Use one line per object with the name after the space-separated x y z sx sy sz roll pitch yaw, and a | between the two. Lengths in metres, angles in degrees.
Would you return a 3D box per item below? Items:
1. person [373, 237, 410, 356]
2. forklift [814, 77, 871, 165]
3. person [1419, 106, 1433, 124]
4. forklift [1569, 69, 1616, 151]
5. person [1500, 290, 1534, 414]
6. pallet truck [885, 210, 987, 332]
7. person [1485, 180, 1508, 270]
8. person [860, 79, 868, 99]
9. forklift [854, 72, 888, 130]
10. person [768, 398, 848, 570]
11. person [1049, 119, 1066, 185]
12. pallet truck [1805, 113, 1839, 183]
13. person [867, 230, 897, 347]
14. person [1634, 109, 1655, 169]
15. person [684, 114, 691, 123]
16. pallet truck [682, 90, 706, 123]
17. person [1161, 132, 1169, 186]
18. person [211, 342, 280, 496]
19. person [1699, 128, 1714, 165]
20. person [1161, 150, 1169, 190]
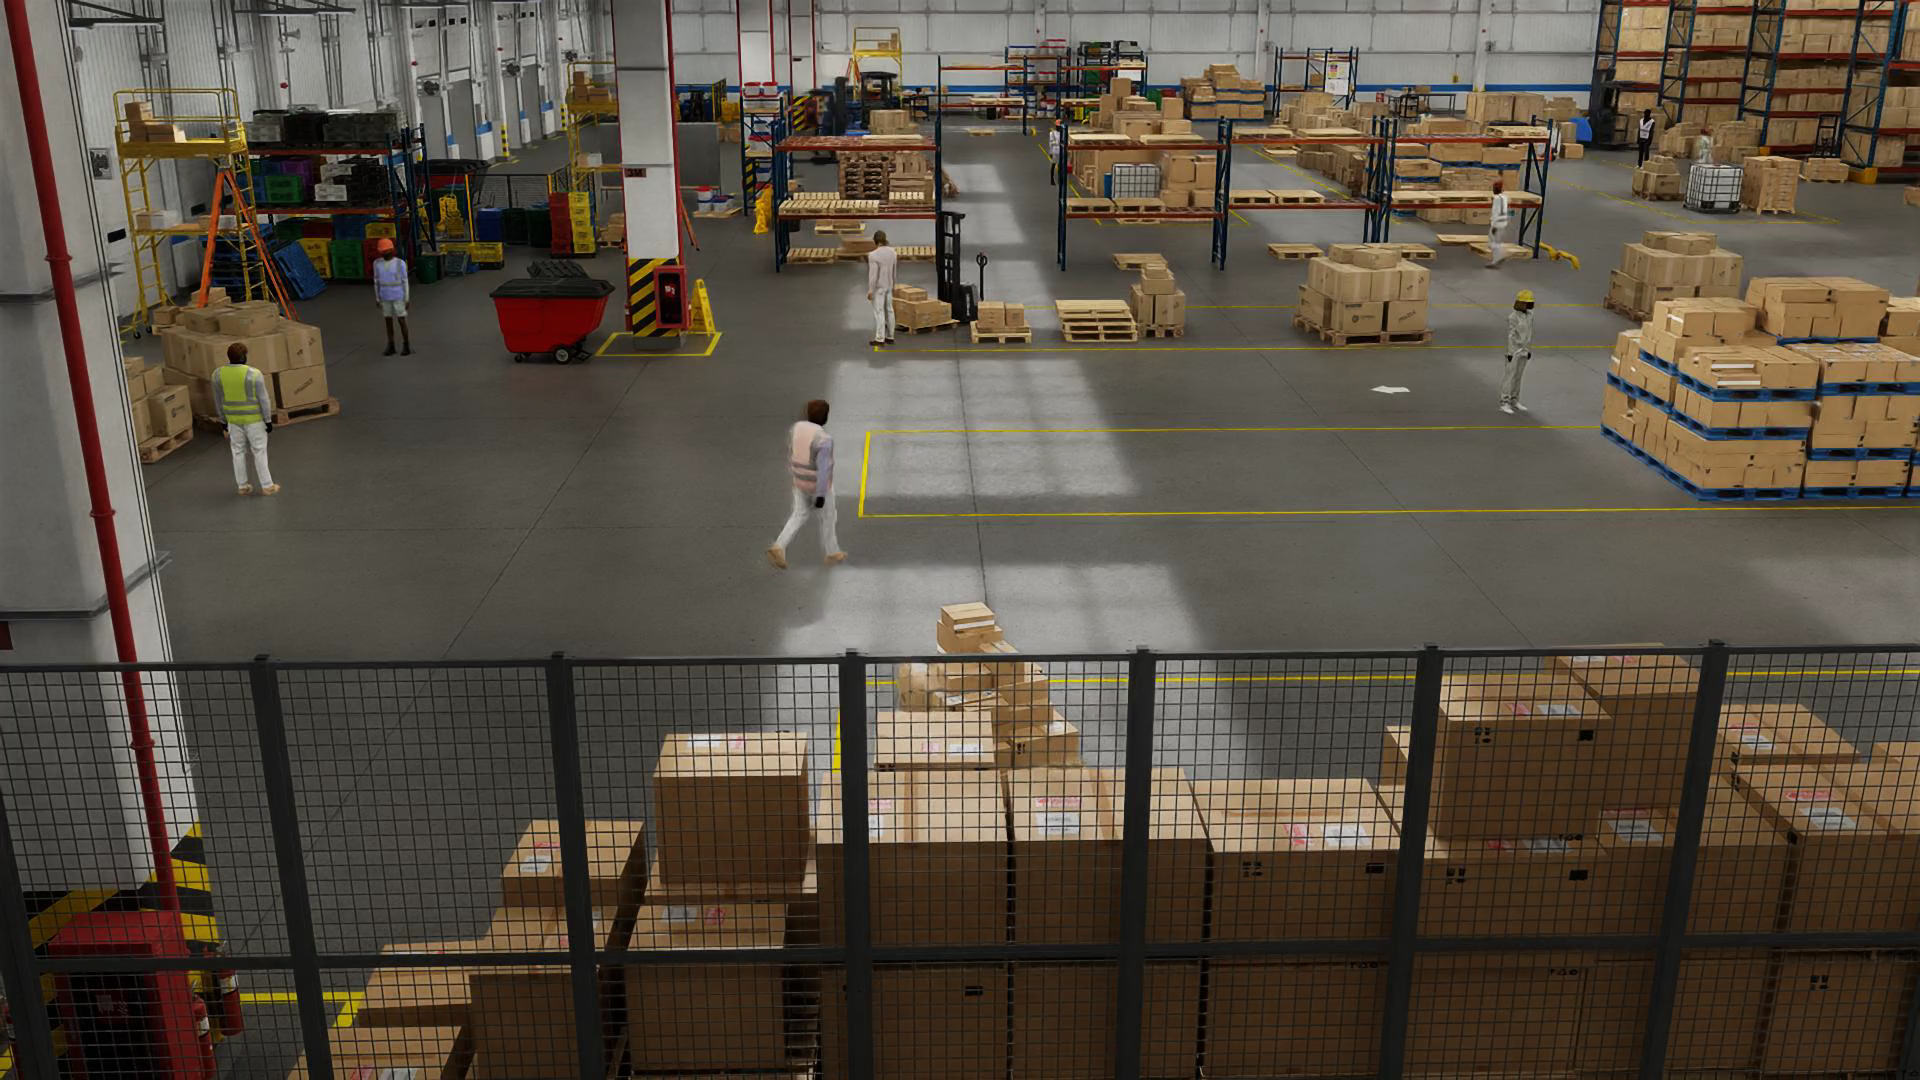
-9.247 -3.955 27.058 0.551 1.935 0.375 1 19 4 | person
-3.904 -13.911 55.138 1.873 2.768 1.129 -1 19 -1 | forklift
16.489 -14.499 58.830 0.518 1.625 0.454 -4 19 -11 | person
23.131 -15.583 60.100 1.129 2.768 1.873 -15 24 -37 | forklift
7.922 -2.673 23.552 0.487 1.744 0.294 -13 23 -34 | person
-0.493 -4.759 29.349 1.885 1.965 0.823 -13 23 -34 | pallet truck
11.363 -6.653 35.165 0.414 1.866 0.626 14 23 35 | person
-4.148 -19.107 72.029 0.367 1.932 0.623 -1 19 -4 | person
-3.003 -15.007 58.391 1.129 2.768 1.873 -6 20 -18 | forklift
-1.585 -0.569 17.232 0.610 1.803 0.871 16 24 39 | person
2.938 -11.601 49.738 0.543 1.940 0.361 -7 20 -20 | person
26.403 -11.957 50.702 0.823 1.965 1.885 6 19 16 | pallet truck
-1.309 -4.201 27.785 0.357 1.937 0.638 14 23 36 | person
22.218 -12.993 53.917 0.397 1.911 0.587 -8 20 -24 | person
-8.935 -13.141 54.680 0.317 1.696 0.538 3 19 8 | person
-9.671 -15.907 62.421 0.823 1.965 1.885 5 19 15 | pallet truck
5.686 -10.252 45.782 0.445 1.908 0.583 -1 19 -4 | person
-8.456 -1.428 19.710 0.633 1.841 0.429 1 19 2 | person
22.560 -11.622 50.284 0.519 1.623 0.377 -7 20 -19 | person
5.671 -10.117 45.375 0.669 1.925 0.642 2 19 7 | person
